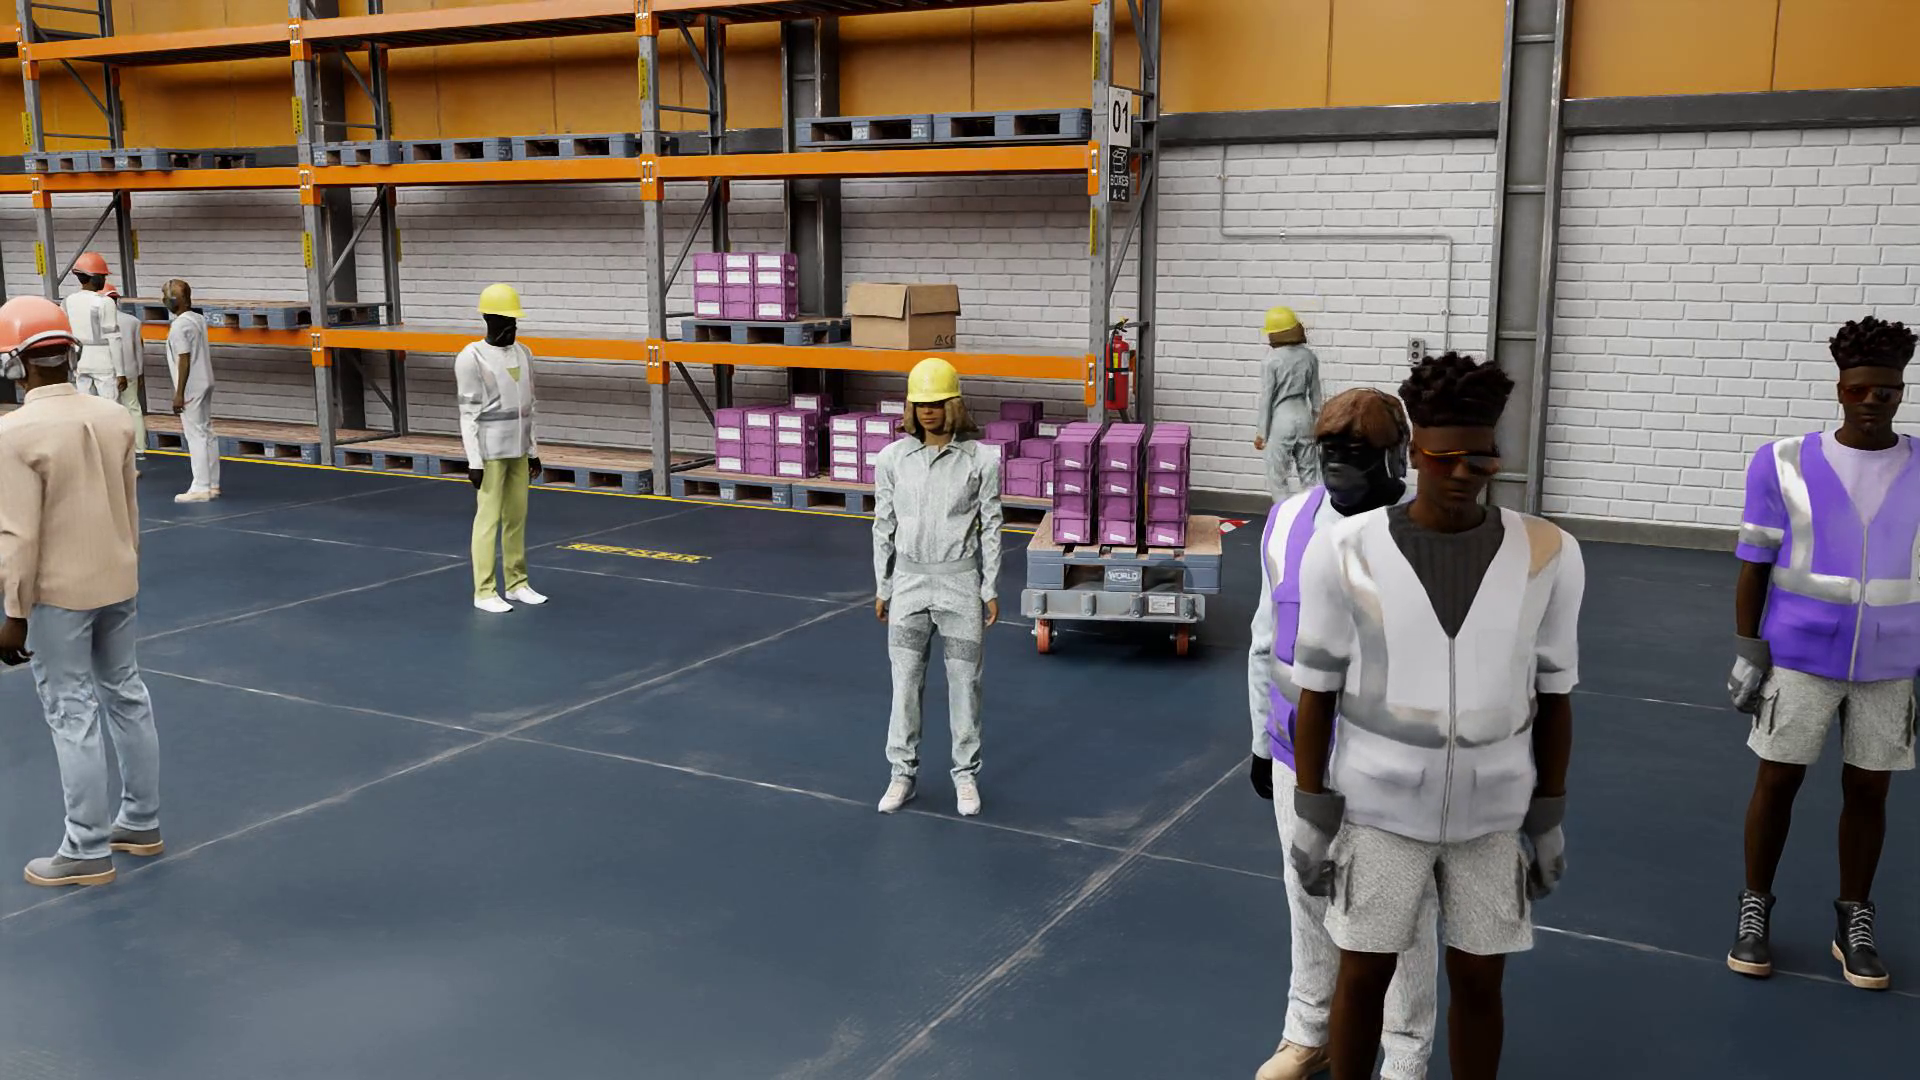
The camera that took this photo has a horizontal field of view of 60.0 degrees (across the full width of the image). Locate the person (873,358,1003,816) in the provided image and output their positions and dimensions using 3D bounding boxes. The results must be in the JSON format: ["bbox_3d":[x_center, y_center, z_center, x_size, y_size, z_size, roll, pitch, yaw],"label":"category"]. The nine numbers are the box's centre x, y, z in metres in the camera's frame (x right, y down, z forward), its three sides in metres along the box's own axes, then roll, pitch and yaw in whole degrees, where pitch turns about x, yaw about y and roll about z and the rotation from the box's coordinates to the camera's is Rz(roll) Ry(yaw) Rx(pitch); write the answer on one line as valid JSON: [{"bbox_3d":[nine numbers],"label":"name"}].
[{"bbox_3d":[-0.087,0.185,6.271,0.490,1.743,0.324,1,10,7],"label":"person"}]

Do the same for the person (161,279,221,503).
[{"bbox_3d":[-6.359,-1.226,13.752,0.345,1.839,0.506,0,10,-2],"label":"person"}]

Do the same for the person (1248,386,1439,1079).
[{"bbox_3d":[0.974,0.537,4.109,0.628,1.836,0.428,9,14,42],"label":"person"}]

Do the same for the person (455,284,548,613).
[{"bbox_3d":[-2.672,-0.533,9.747,0.392,1.919,0.581,5,11,24],"label":"person"}]

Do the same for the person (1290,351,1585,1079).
[{"bbox_3d":[1.014,0.570,3.596,0.604,1.957,0.397,1,10,5],"label":"person"}]

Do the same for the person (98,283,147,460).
[{"bbox_3d":[-8.238,-1.628,16.209,0.349,1.740,0.570,6,12,28],"label":"person"}]

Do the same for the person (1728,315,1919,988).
[{"bbox_3d":[2.574,0.333,4.848,0.610,1.964,0.366,3,11,17],"label":"person"}]

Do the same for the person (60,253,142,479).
[{"bbox_3d":[-7.712,-1.539,14.906,0.609,2.043,0.376,4,11,19],"label":"person"}]

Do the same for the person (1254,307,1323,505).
[{"bbox_3d":[2.361,-0.771,11.632,0.664,1.707,0.320,-5,12,-27],"label":"person"}]

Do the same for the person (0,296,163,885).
[{"bbox_3d":[-3.021,0.178,5.637,0.392,1.990,0.612,2,11,13],"label":"person"}]
